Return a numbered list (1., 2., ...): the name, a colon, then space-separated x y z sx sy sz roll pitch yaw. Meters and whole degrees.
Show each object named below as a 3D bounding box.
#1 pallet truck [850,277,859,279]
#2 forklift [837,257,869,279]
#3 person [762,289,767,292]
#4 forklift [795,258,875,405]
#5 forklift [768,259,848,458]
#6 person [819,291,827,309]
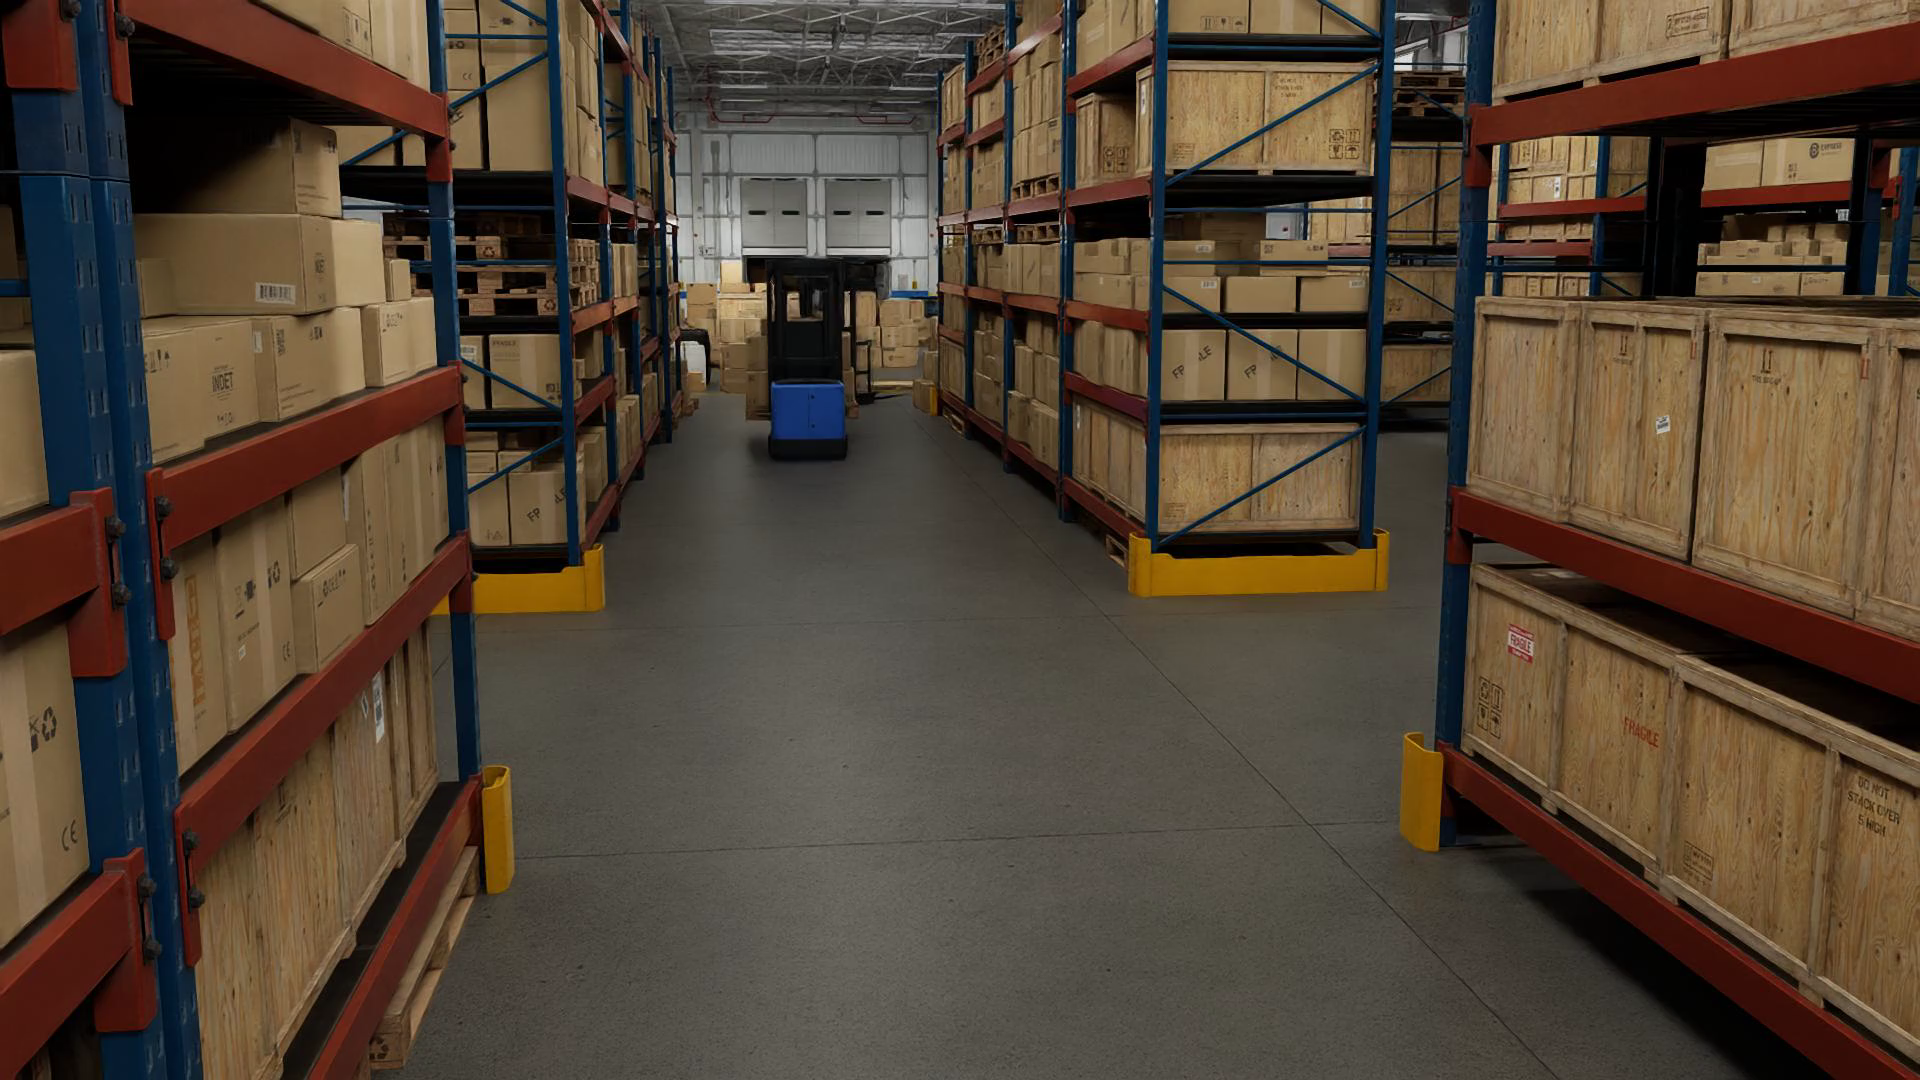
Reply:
1. pallet truck: -3.782 -9.391 65.808 1.885 1.965 0.823 2 10 10
2. forklift: -3.028 -6.694 47.538 1.129 2.768 1.873 -8 13 -40
3. person: -5.363 -5.941 45.888 0.362 1.939 0.636 0 10 1
4. forklift: -2.619 -3.892 31.224 1.129 2.768 1.873 6 12 33
5. forklift: -2.224 -2.650 23.992 1.129 2.768 1.873 -1 10 -7
6. person: -4.390 -7.341 54.045 0.372 1.940 0.630 -7 12 -35
